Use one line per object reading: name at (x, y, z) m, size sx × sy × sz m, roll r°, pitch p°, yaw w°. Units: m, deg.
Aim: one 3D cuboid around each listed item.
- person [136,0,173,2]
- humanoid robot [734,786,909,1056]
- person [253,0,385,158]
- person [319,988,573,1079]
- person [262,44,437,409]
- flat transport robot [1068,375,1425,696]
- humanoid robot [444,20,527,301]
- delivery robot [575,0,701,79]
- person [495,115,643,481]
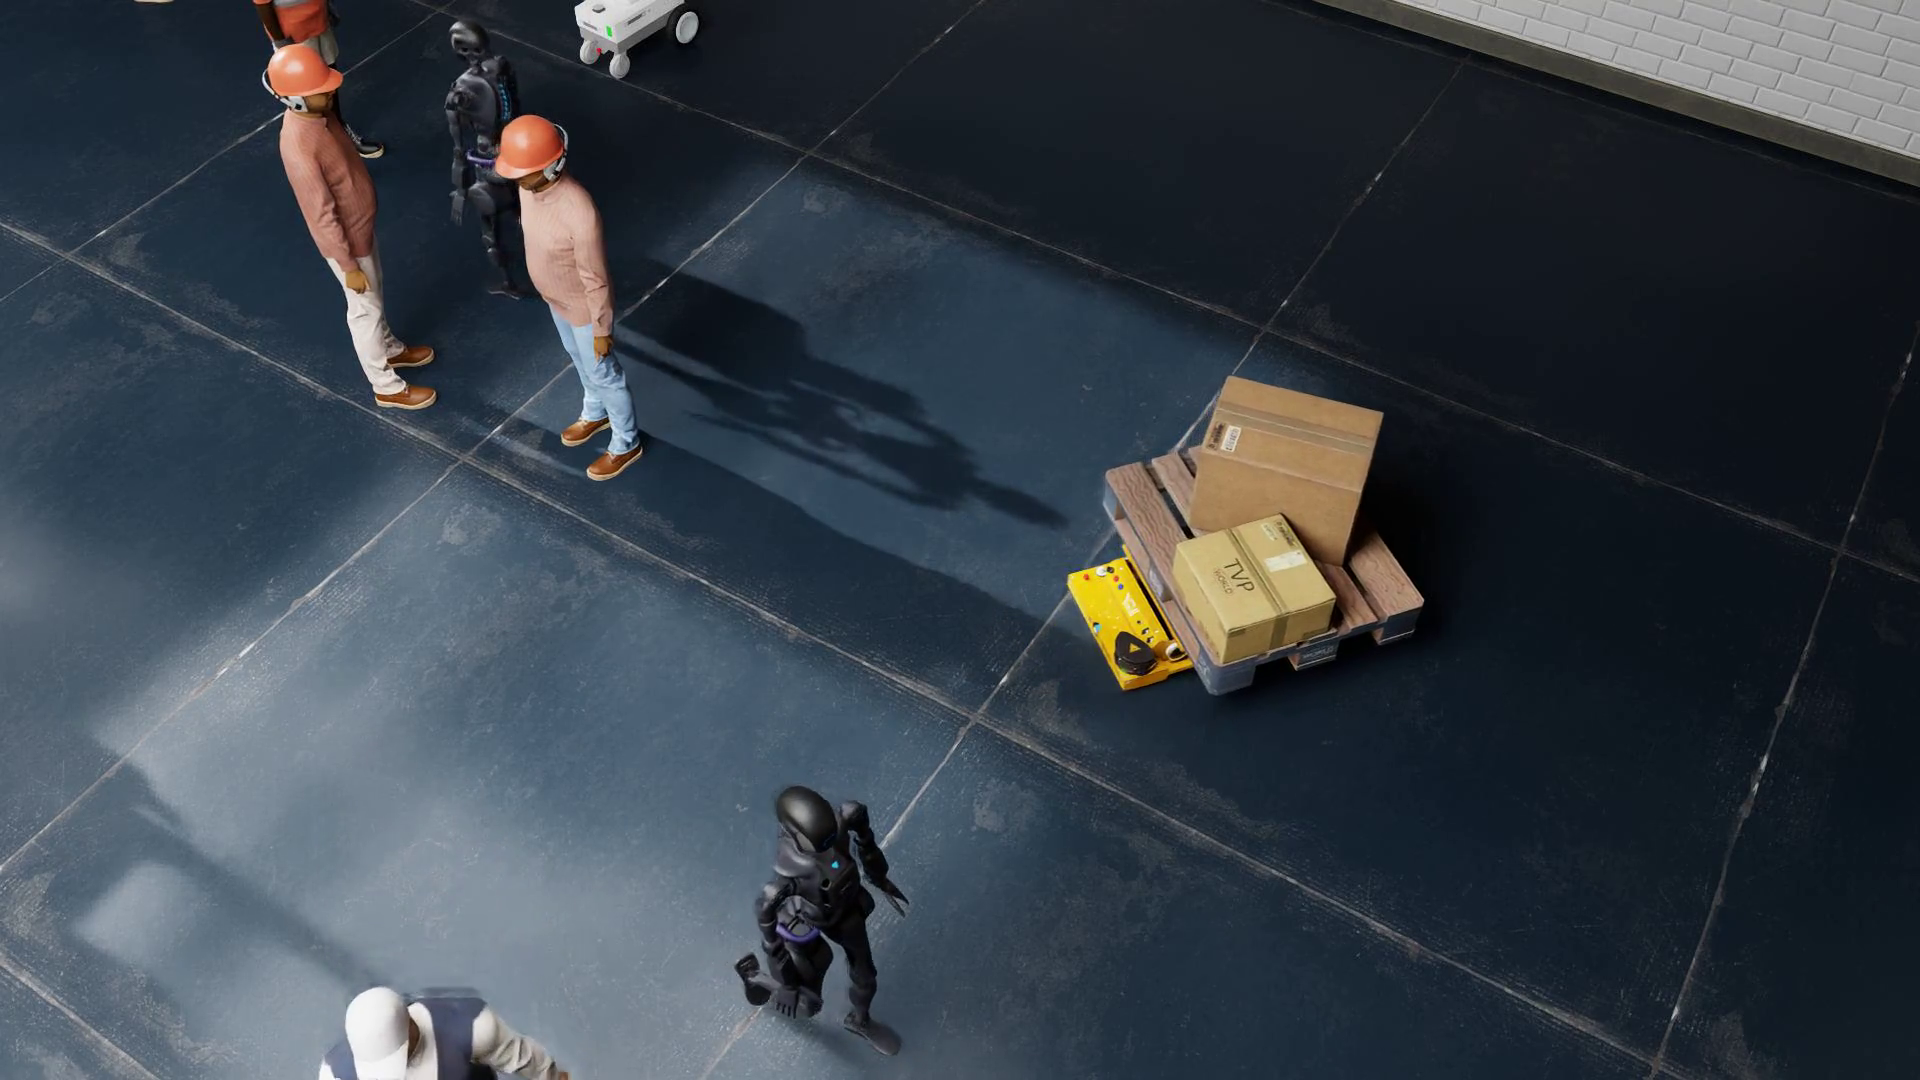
person at (-5.420, -4.293, 10.504) m, size 0.412 × 1.879 × 0.488 m, roll -8°, pitch 49°, yaw -7°
humanoid robot at (-0.511, 1.276, 5.778) m, size 0.611 × 1.639 × 0.600 m, roll 30°, pitch 55°, yaw 24°
person at (-3.645, -2.884, 9.210) m, size 0.373 × 1.965 × 0.606 m, roll 8°, pitch 49°, yaw 7°
person at (-1.597, 1.840, 5.227) m, size 0.785 × 1.738 × 0.476 m, roll -16°, pitch 51°, yaw -14°
person at (-2.919, -1.480, 7.964) m, size 0.380 × 1.993 × 0.620 m, roll -9°, pitch 50°, yaw -8°
flat transport robot at (1.280, 0.204, 7.637) m, size 1.431 × 0.231 × 0.659 m, roll -15°, pitch 51°, yaw -13°
humanoid robot at (-2.338, -1.884, 8.537) m, size 0.554 × 1.642 × 0.597 m, roll 18°, pitch 51°, yaw 15°
delivery robot at (-2.069, -3.340, 10.549) m, size 0.499 × 0.601 × 0.802 m, roll 30°, pitch 55°, yaw 24°
person at (-1.785, -1.109, 7.648) m, size 0.402 × 1.986 × 0.610 m, roll -30°, pitch 55°, yaw -24°
